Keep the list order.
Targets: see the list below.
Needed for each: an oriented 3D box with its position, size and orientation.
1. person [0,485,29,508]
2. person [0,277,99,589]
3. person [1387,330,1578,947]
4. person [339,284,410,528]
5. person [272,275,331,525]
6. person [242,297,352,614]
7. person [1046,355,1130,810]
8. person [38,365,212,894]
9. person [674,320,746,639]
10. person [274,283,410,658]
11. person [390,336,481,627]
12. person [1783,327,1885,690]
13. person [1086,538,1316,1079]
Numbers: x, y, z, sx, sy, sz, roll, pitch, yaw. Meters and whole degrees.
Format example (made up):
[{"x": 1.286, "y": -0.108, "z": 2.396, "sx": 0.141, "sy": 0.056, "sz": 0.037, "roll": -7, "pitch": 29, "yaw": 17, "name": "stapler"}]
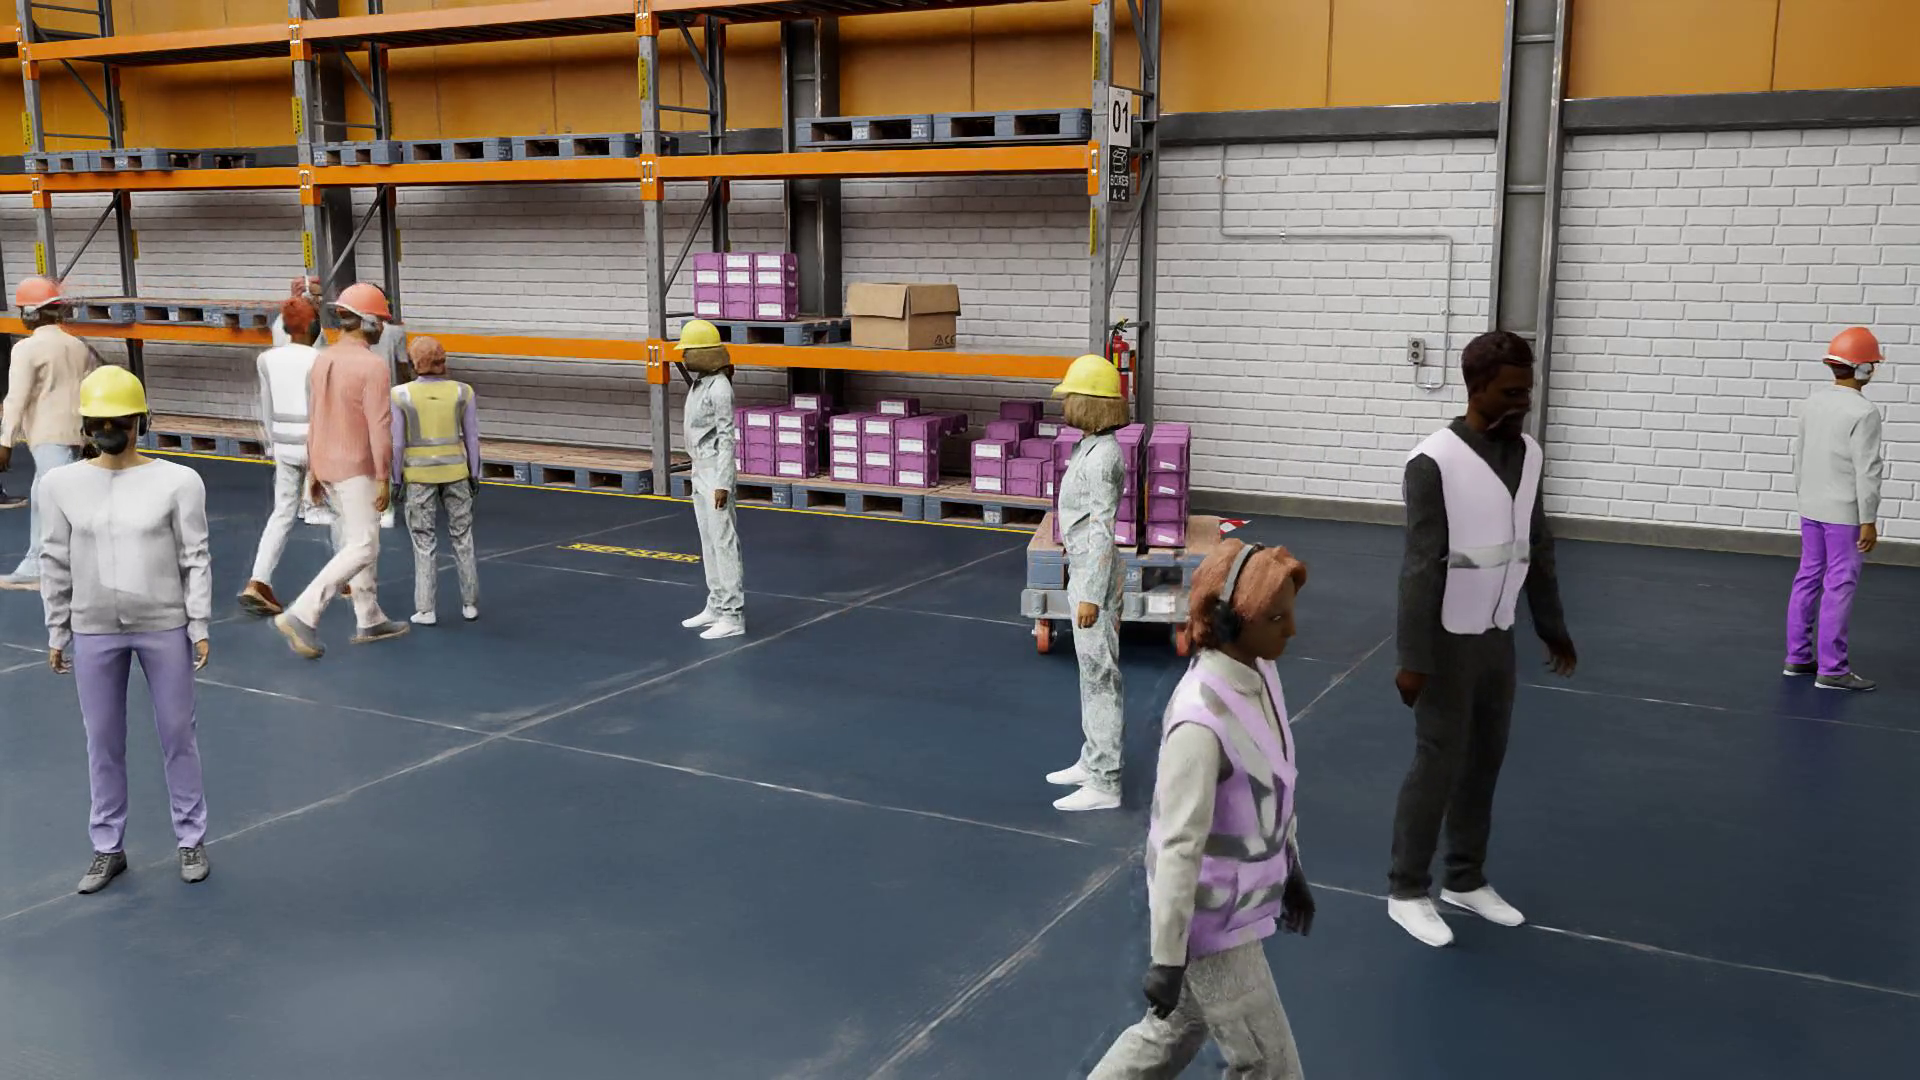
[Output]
[{"x": -7.923, "y": -1.229, "z": 13.438, "sx": 0.463, "sy": 1.965, "sz": 0.654, "roll": -7, "pitch": 13, "yaw": -34, "name": "person"}, {"x": -5.499, "y": -0.620, "z": 10.143, "sx": 1.009, "sy": 1.954, "sz": 0.621, "roll": 0, "pitch": 10, "yaw": 2, "name": "person"}, {"x": 1.608, "y": 0.295, "z": 5.226, "sx": 0.696, "sy": 1.908, "sz": 0.388, "roll": -8, "pitch": 13, "yaw": -37, "name": "person"}, {"x": -4.487, "y": -1.029, "z": 12.688, "sx": 0.527, "sy": 1.833, "sz": 0.774, "roll": -8, "pitch": 13, "yaw": -37, "name": "person"}, {"x": -4.965, "y": -1.061, "z": 12.701, "sx": 0.400, "sy": 1.896, "sz": 0.655, "roll": -9, "pitch": 14, "yaw": -42, "name": "person"}, {"x": -3.887, "y": -0.498, "z": 9.775, "sx": 0.581, "sy": 1.851, "sz": 0.947, "roll": 3, "pitch": 11, "yaw": 15, "name": "person"}, {"x": 0.493, "y": 0.163, "z": 6.390, "sx": 0.288, "sy": 1.746, "sz": 0.487, "roll": 0, "pitch": 10, "yaw": 0, "name": "person"}, {"x": -2.782, "y": 0.299, "z": 5.582, "sx": 0.525, "sy": 1.770, "sz": 0.306, "roll": -3, "pitch": 11, "yaw": -16, "name": "person"}, {"x": -1.379, "y": -0.332, "z": 9.114, "sx": 0.324, "sy": 1.740, "sz": 0.492, "roll": -5, "pitch": 11, "yaw": -25, "name": "person"}, {"x": -3.271, "y": -0.364, "z": 8.723, "sx": 0.639, "sy": 1.950, "sz": 0.790, "roll": 8, "pitch": 13, "yaw": 38, "name": "person"}, {"x": -2.958, "y": -0.329, "z": 9.382, "sx": 0.523, "sy": 1.636, "sz": 0.310, "roll": -7, "pitch": 12, "yaw": -33, "name": "person"}, {"x": 4.287, "y": -0.156, "z": 8.100, "sx": 0.319, "sy": 1.755, "sz": 0.571, "roll": -1, "pitch": 10, "yaw": -6, "name": "person"}, {"x": 0.515, "y": 0.773, "z": 3.459, "sx": 0.824, "sy": 1.606, "sz": 0.522, "roll": 3, "pitch": 11, "yaw": 17, "name": "person"}]
